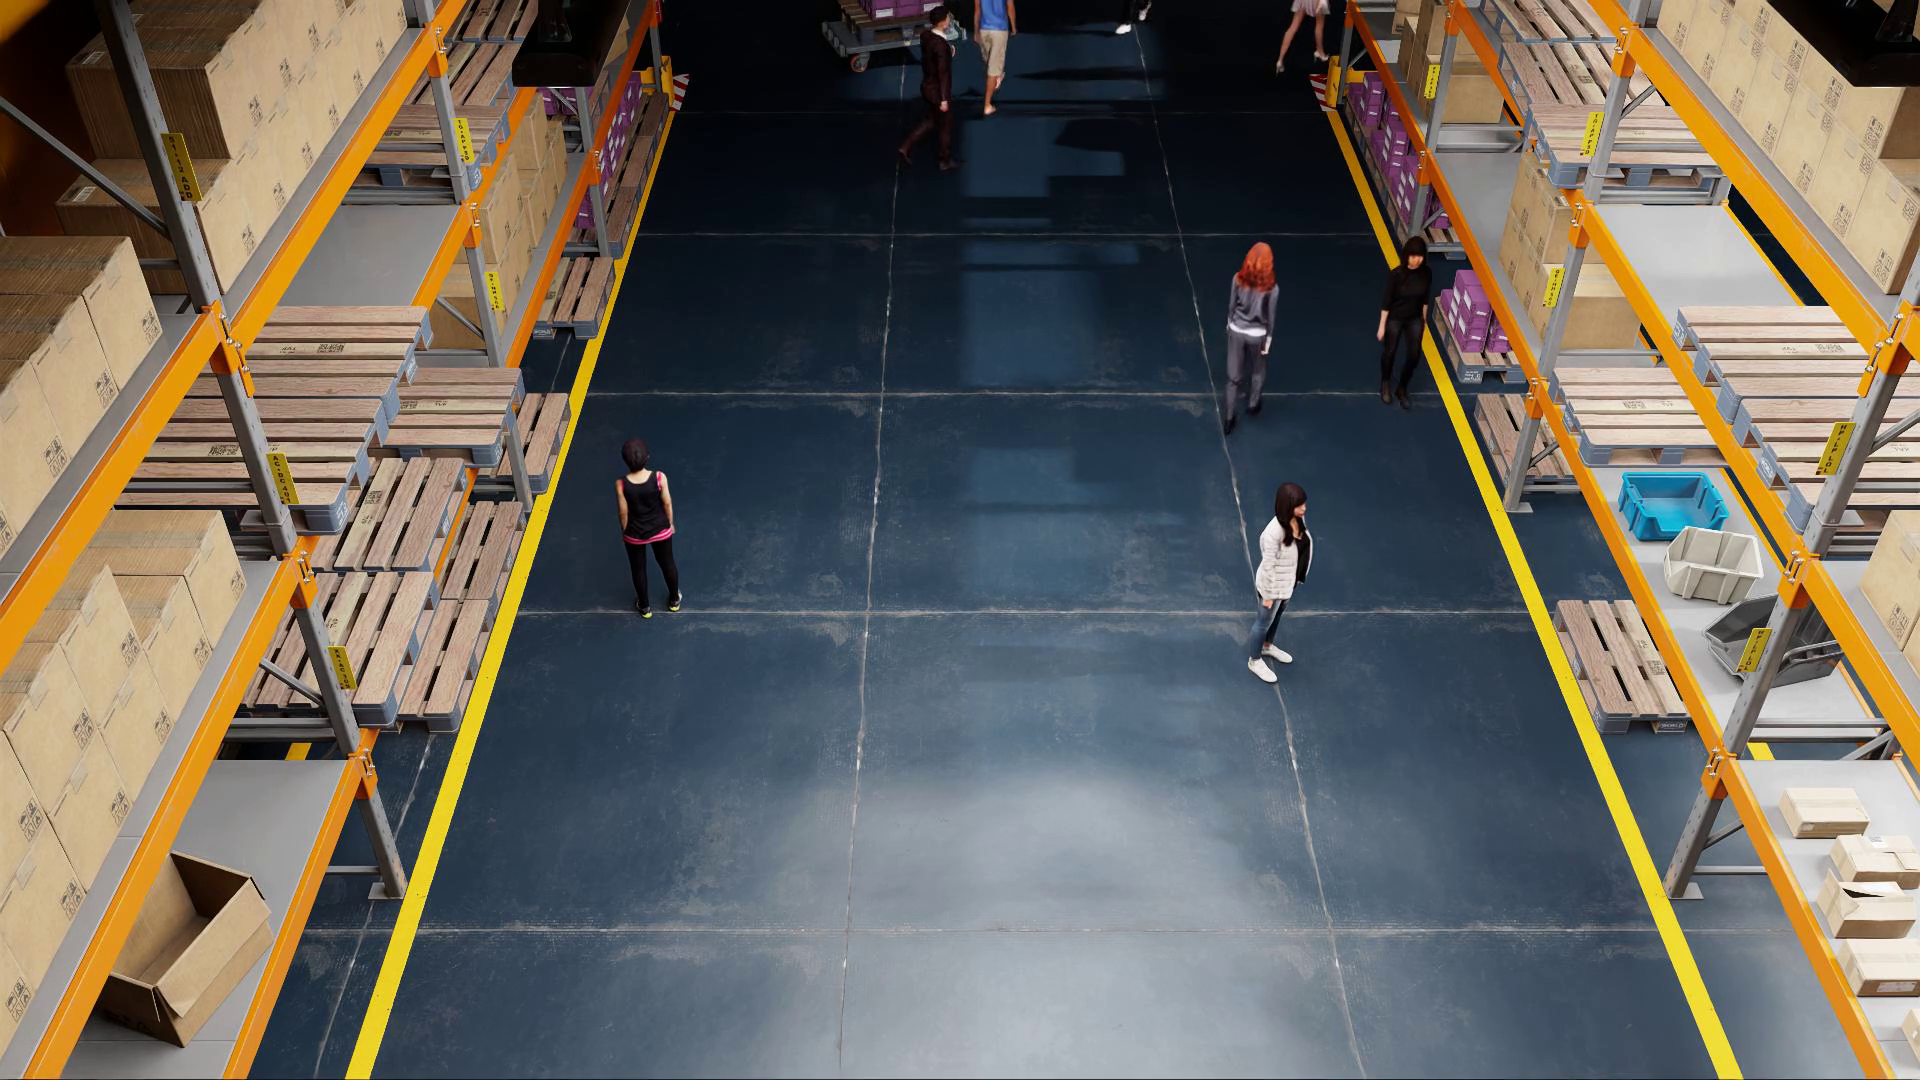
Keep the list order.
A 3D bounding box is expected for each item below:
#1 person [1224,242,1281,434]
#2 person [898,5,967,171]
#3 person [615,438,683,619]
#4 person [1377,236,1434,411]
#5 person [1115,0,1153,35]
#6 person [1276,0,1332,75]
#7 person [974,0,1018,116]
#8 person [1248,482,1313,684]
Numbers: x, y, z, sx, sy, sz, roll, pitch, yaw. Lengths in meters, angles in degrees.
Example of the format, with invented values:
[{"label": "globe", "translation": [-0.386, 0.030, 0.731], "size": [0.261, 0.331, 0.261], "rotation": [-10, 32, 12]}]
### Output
[{"label": "person", "translation": [2.402, -1.659, 14.024], "size": [0.764, 1.759, 0.879], "rotation": [14, 41, 16]}, {"label": "person", "translation": [-0.319, -4.830, 17.921], "size": [1.012, 1.851, 1.058], "rotation": [-17, 42, -20]}, {"label": "person", "translation": [-2.307, -0.097, 12.233], "size": [0.601, 1.553, 0.591], "rotation": [-11, 40, -14]}, {"label": "person", "translation": [3.840, -1.952, 14.496], "size": [0.627, 1.627, 0.598], "rotation": [-2, 39, -3]}, {"label": "person", "translation": [2.288, -7.374, 21.260], "size": [1.119, 1.660, 1.071], "rotation": [-31, 48, -33]}, {"label": "person", "translation": [4.155, -6.416, 20.029], "size": [1.107, 1.697, 1.134], "rotation": [-28, 46, -30]}, {"label": "person", "translation": [0.362, -5.813, 19.178], "size": [0.941, 1.818, 1.299], "rotation": [14, 41, 17]}, {"label": "person", "translation": [2.240, 0.264, 11.713], "size": [0.764, 1.638, 0.673], "rotation": [24, 45, 27]}]
